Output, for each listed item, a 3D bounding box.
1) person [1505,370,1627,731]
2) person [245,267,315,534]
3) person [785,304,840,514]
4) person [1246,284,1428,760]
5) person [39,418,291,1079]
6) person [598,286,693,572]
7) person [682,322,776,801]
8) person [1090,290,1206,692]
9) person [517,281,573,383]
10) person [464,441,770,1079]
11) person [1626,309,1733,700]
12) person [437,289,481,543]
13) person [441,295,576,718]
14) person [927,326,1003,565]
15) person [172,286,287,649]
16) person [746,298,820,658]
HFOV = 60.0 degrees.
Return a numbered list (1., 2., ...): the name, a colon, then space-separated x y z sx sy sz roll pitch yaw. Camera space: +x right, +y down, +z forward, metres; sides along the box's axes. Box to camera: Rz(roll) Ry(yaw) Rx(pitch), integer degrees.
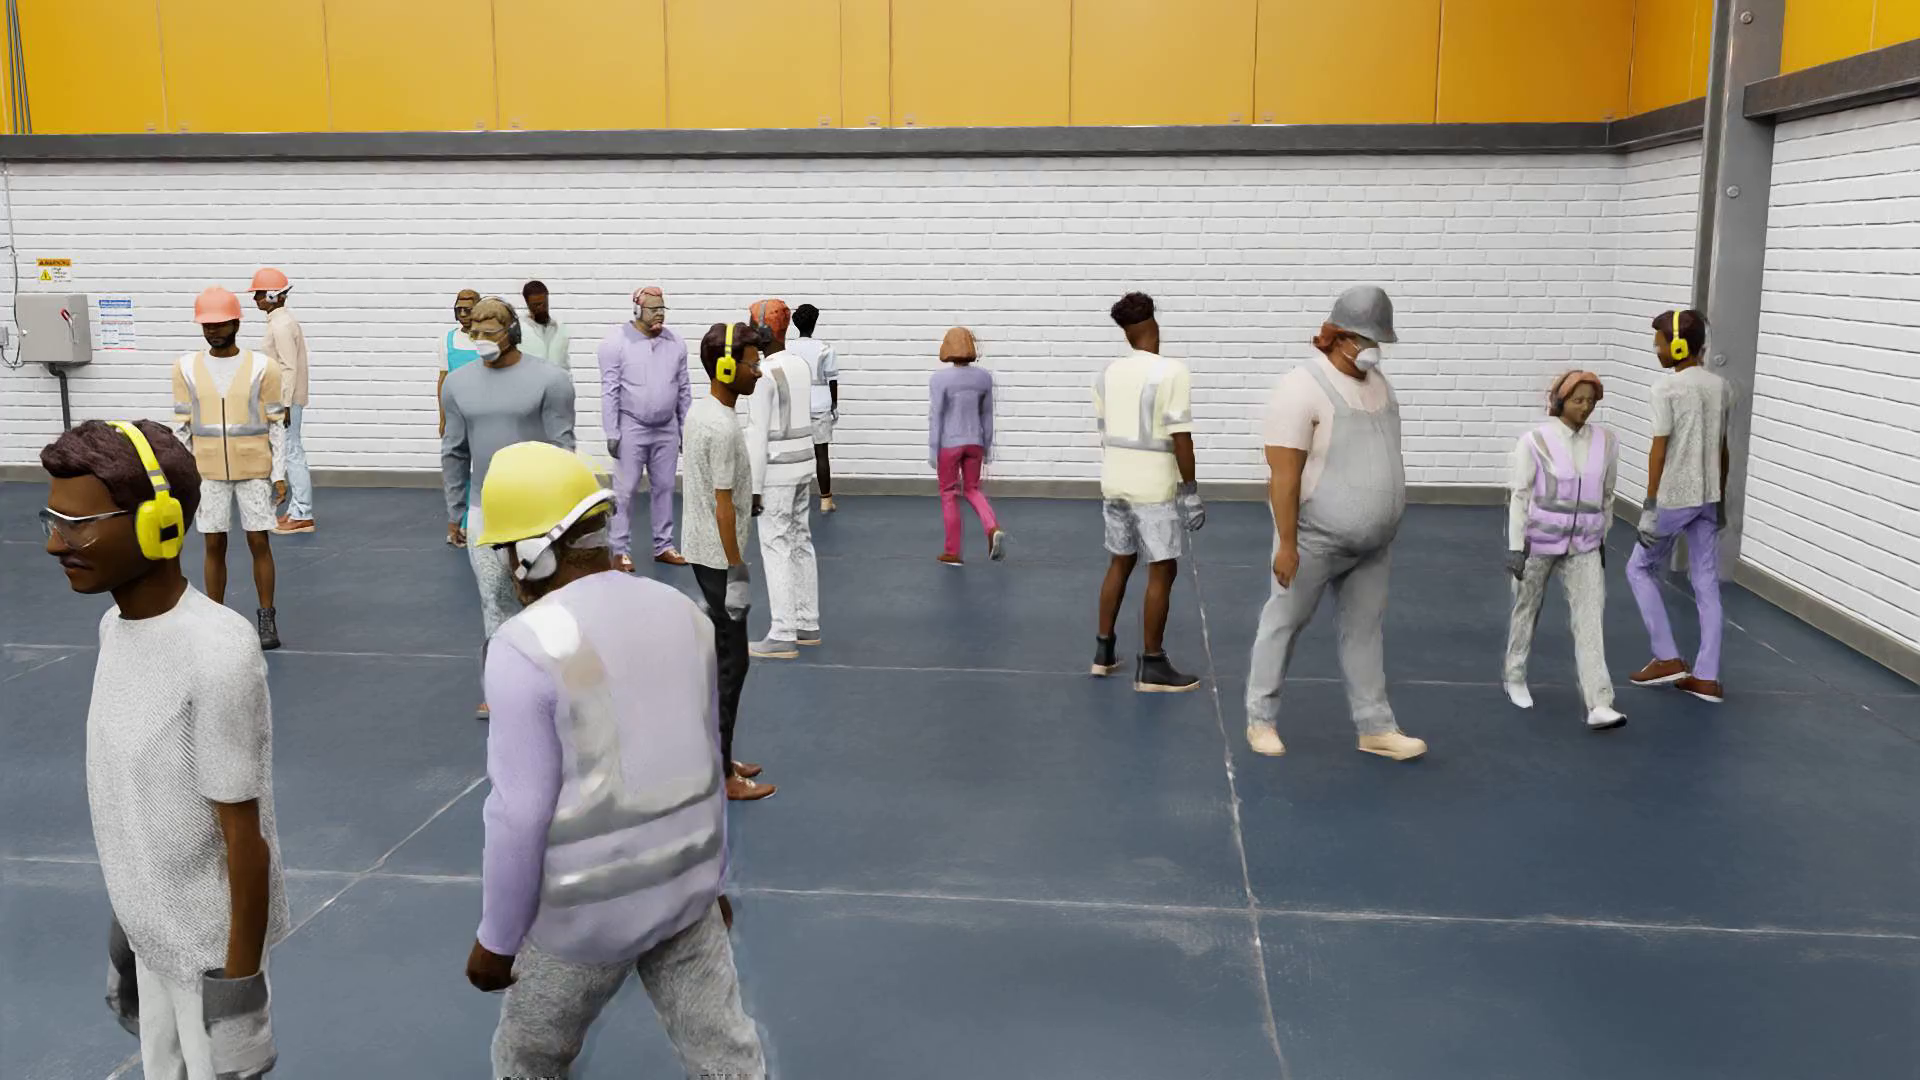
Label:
1. person: 2.700 0.043 7.444 0.538 1.587 0.883 -1 10 -5
2. person: -5.108 -1.045 12.525 0.397 1.992 0.623 -4 11 -22
3. person: -1.234 -1.052 13.419 0.539 1.695 0.318 0 10 0
4. person: 1.577 -0.094 6.949 0.716 2.000 0.582 -7 12 -35
5. person: -1.314 0.719 2.823 0.511 1.862 0.324 9 14 43
6. person: -2.064 -0.731 11.051 0.660 1.895 0.409 -8 12 -37
7. person: -0.910 0.091 6.433 0.324 1.854 0.530 -3 10 -17
8. person: 0.905 -0.239 8.109 0.372 1.934 0.700 -7 12 -34
9. person: -3.257 -1.065 12.942 0.574 1.888 0.632 8 13 38
10. person: -0.712 0.691 3.285 0.928 1.752 0.611 6 12 32
11. person: 3.425 -0.168 7.931 0.627 1.842 0.579 -4 11 -21
12. person: -3.529 -0.889 12.064 0.508 1.846 0.345 -1 10 -3
13. person: -2.027 -0.137 7.529 0.639 1.928 0.369 2 10 9
14. person: 0.040 -0.613 11.110 0.499 1.621 0.535 -6 12 -32
15. person: -3.847 -0.364 8.793 0.548 1.937 0.379 -2 10 -13
16. person: -0.946 -0.323 8.745 0.346 1.876 0.576 4 11 20
